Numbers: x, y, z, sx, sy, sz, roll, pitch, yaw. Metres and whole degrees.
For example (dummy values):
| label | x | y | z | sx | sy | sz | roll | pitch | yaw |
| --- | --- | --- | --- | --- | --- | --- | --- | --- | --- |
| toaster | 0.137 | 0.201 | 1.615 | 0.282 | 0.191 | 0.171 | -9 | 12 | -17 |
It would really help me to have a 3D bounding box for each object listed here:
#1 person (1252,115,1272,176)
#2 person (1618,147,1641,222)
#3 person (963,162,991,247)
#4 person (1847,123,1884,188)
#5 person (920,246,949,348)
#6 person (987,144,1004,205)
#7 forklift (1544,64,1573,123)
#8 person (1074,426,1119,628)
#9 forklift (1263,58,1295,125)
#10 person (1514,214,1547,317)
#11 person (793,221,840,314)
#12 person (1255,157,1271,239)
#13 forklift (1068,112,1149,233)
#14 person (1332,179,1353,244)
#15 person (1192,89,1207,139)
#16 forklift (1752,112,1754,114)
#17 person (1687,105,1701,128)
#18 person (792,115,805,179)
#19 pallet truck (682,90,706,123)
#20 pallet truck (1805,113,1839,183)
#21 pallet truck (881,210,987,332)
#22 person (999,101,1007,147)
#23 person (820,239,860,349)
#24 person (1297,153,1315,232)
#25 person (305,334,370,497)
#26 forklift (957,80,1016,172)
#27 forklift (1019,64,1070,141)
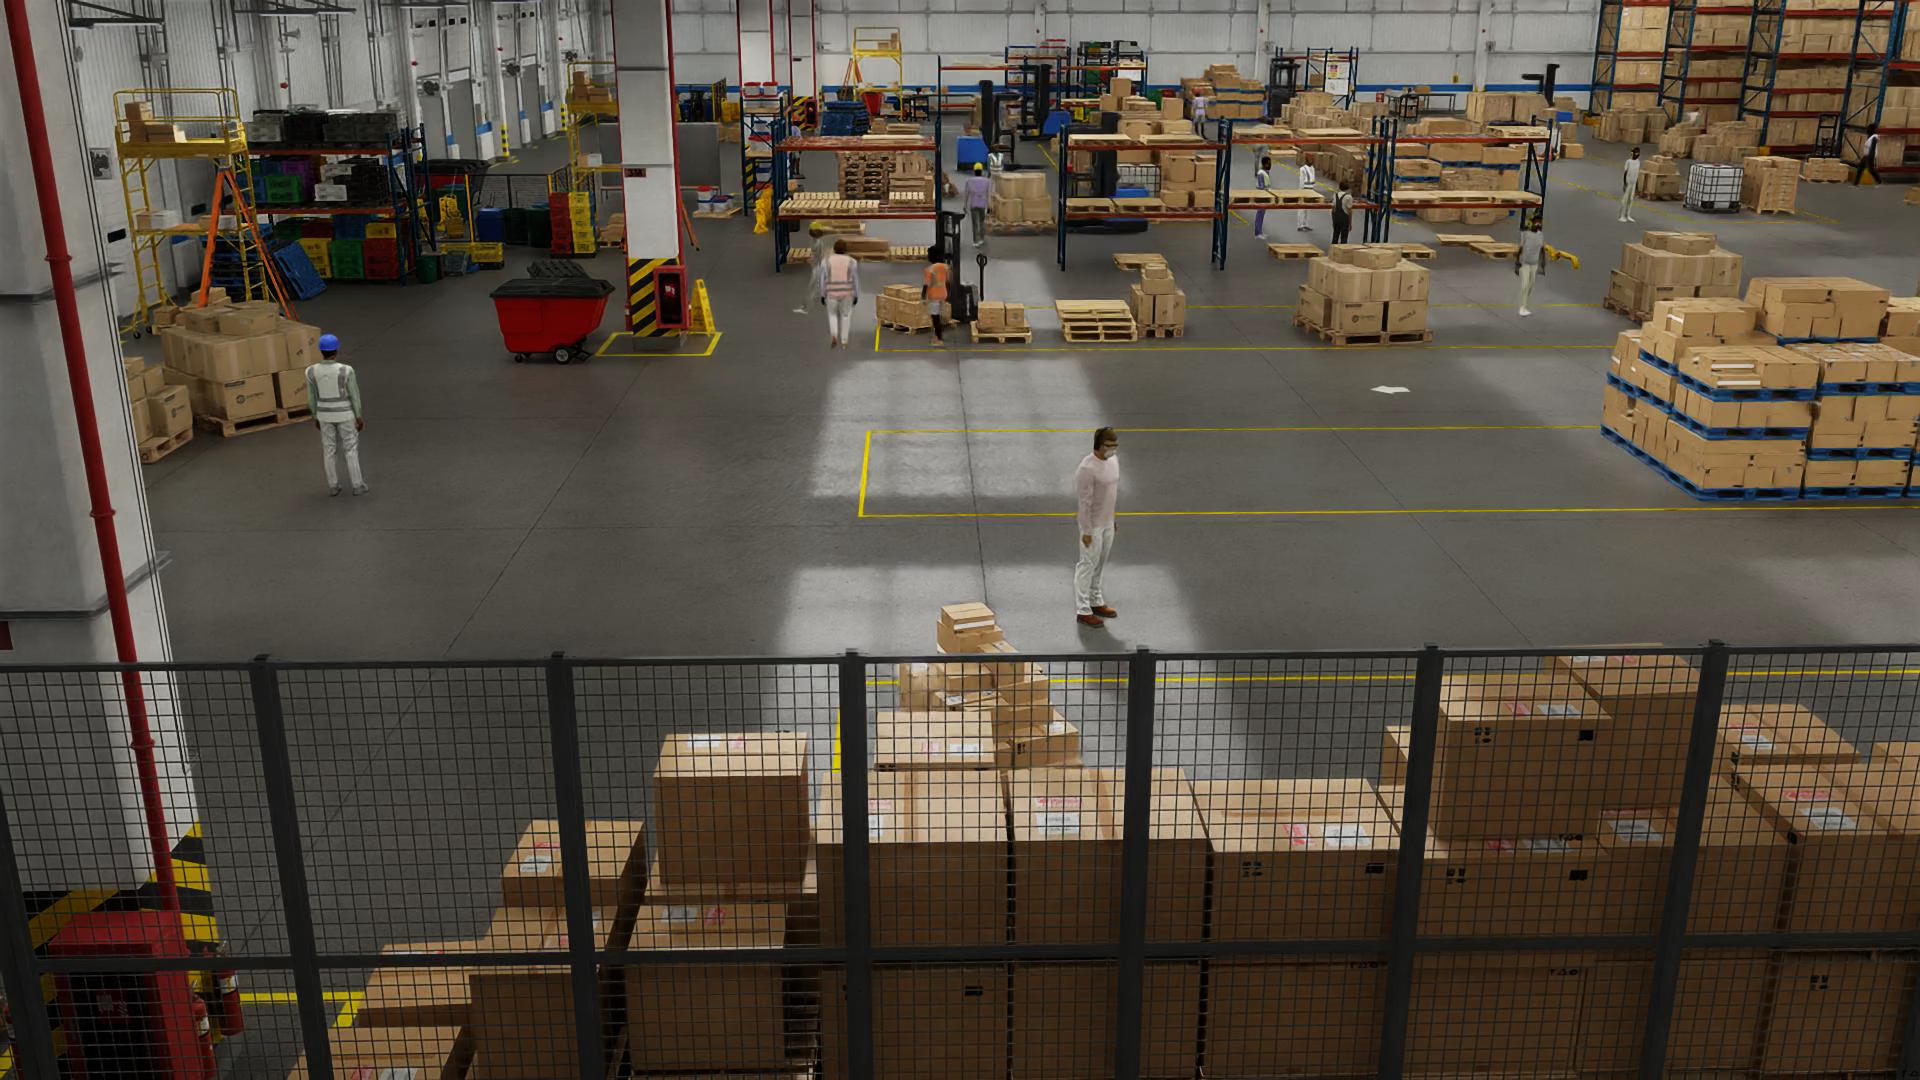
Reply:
| label | x | y | z | sx | sy | sz | roll | pitch | yaw |
| --- | --- | --- | --- | --- | --- | --- | --- | --- | --- |
| person | 9.356 | -12.214 | 51.626 | 0.633 | 1.887 | 1.003 | 3 | 19 | 8 |
| person | 17.031 | -9.024 | 42.197 | 0.519 | 1.874 | 0.331 | -9 | 20 | -24 |
| person | 0.383 | -7.722 | 38.299 | 0.610 | 1.899 | 0.770 | -4 | 19 | -11 |
| person | 26.793 | -11.289 | 48.907 | 0.915 | 1.888 | 0.602 | 2 | 19 | 5 |
| person | -0.443 | -4.060 | 27.757 | 0.569 | 1.674 | 0.552 | 15 | 24 | 38 |
| person | 0.968 | -9.992 | 45.422 | 0.515 | 1.641 | 0.315 | -10 | 21 | -27 |
| forklift | 22.520 | -16.761 | 63.594 | 1.873 | 2.768 | 1.129 | 6 | 20 | 18 |
| person | 1.309 | -0.145 | 15.763 | 0.373 | 1.933 | 0.627 | 11 | 22 | 30 |
| forklift | 13.157 | -18.329 | 68.246 | 1.129 | 2.768 | 1.873 | -1 | 19 | -1 |
| person | 10.427 | -4.991 | 30.282 | 0.521 | 1.846 | 0.662 | -3 | 19 | -9 |
| person | -2.602 | -4.994 | 30.510 | 0.923 | 1.697 | 0.496 | -3 | 19 | -8 |
| person | 7.172 | -8.113 | 39.419 | 0.391 | 1.920 | 0.587 | 7 | 20 | 19 |
| forklift | 3.622 | -8.912 | 40.309 | 1.873 | 2.768 | 1.129 | -1 | 19 | -2 |
| person | 8.191 | -6.807 | 35.658 | 0.345 | 1.847 | 0.506 | -16 | 25 | -40 |
| person | 9.245 | -16.360 | 63.943 | 0.705 | 1.896 | 0.355 | -4 | 19 | -12 |
| forklift | 29.717 | -15.958 | 61.213 | 1.129 | 2.768 | 1.873 | -1 | 19 | -1 |
| person | 26.329 | -14.818 | 59.792 | 0.808 | 1.606 | 0.523 | -15 | 24 | -38 |
| person | -5.028 | -12.100 | 51.220 | 0.354 | 1.939 | 0.545 | -12 | 22 | -31 |
| pallet truck | -9.671 | -15.907 | 62.421 | 0.823 | 1.965 | 1.885 | 5 | 19 | 15 |
| pallet truck | 26.403 | -11.957 | 50.702 | 0.823 | 1.965 | 1.885 | 6 | 19 | 16 |
| pallet truck | -0.493 | -4.759 | 29.349 | 1.885 | 1.965 | 0.823 | -13 | 23 | -34 |
| person | 1.542 | -15.385 | 60.984 | 0.374 | 1.932 | 0.641 | 0 | 19 | 0 |
| person | -1.984 | -4.085 | 27.621 | 0.651 | 1.818 | 0.492 | -1 | 19 | -2 |
| person | 8.453 | -8.459 | 40.505 | 0.356 | 1.883 | 0.572 | 14 | 23 | 35 |
| person | -7.360 | -1.464 | 19.650 | 0.604 | 1.949 | 0.384 | 0 | 19 | 0 |
| forklift | 0.848 | -13.256 | 53.197 | 1.873 | 2.768 | 1.129 | -1 | 19 | -2 |
| forklift | 3.235 | -16.572 | 63.033 | 1.873 | 2.768 | 1.129 | -1 | 19 | -2 |
